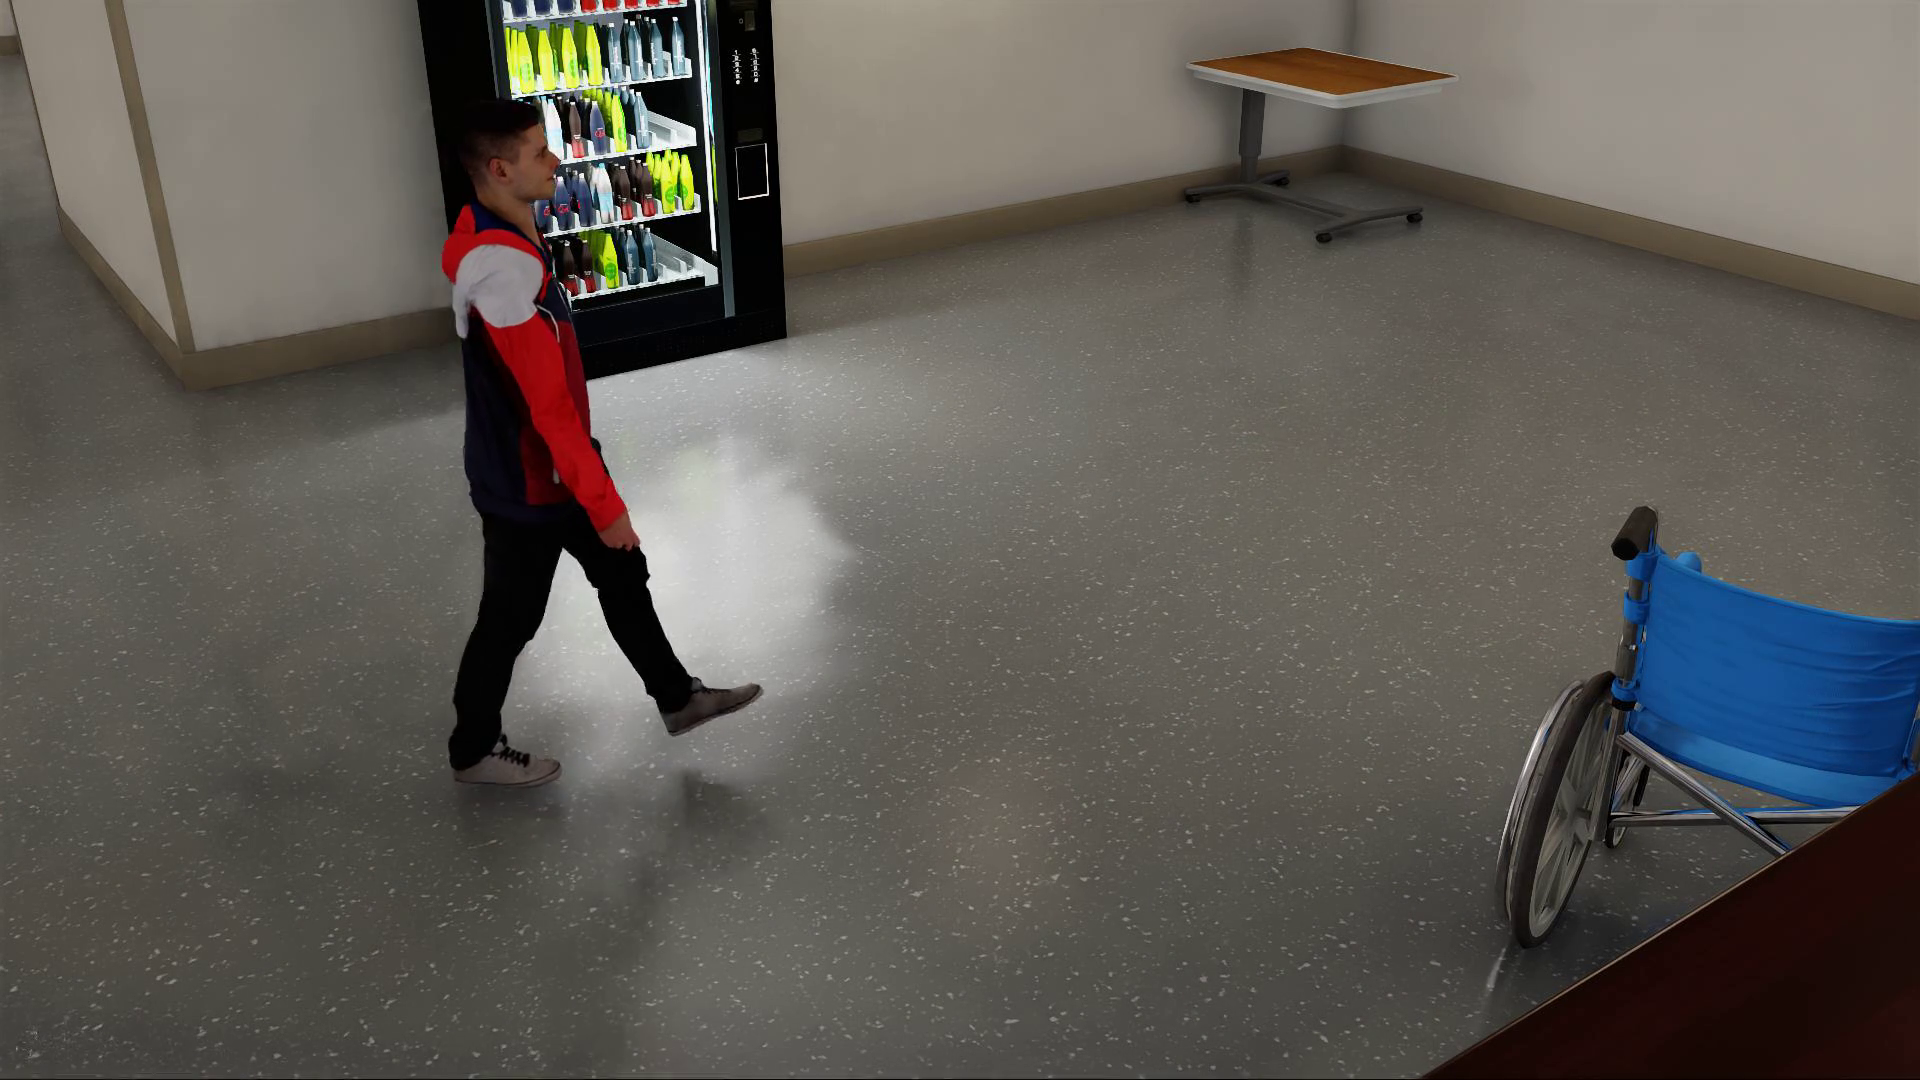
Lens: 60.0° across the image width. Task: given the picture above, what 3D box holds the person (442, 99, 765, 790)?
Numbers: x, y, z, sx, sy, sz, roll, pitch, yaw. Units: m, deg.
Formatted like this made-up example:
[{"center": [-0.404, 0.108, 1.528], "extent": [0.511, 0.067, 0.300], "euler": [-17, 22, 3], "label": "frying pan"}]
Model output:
[{"center": [-1.113, -0.142, 3.993], "extent": [1.145, 1.722, 0.942], "euler": [-3, 26, -6], "label": "person"}]
